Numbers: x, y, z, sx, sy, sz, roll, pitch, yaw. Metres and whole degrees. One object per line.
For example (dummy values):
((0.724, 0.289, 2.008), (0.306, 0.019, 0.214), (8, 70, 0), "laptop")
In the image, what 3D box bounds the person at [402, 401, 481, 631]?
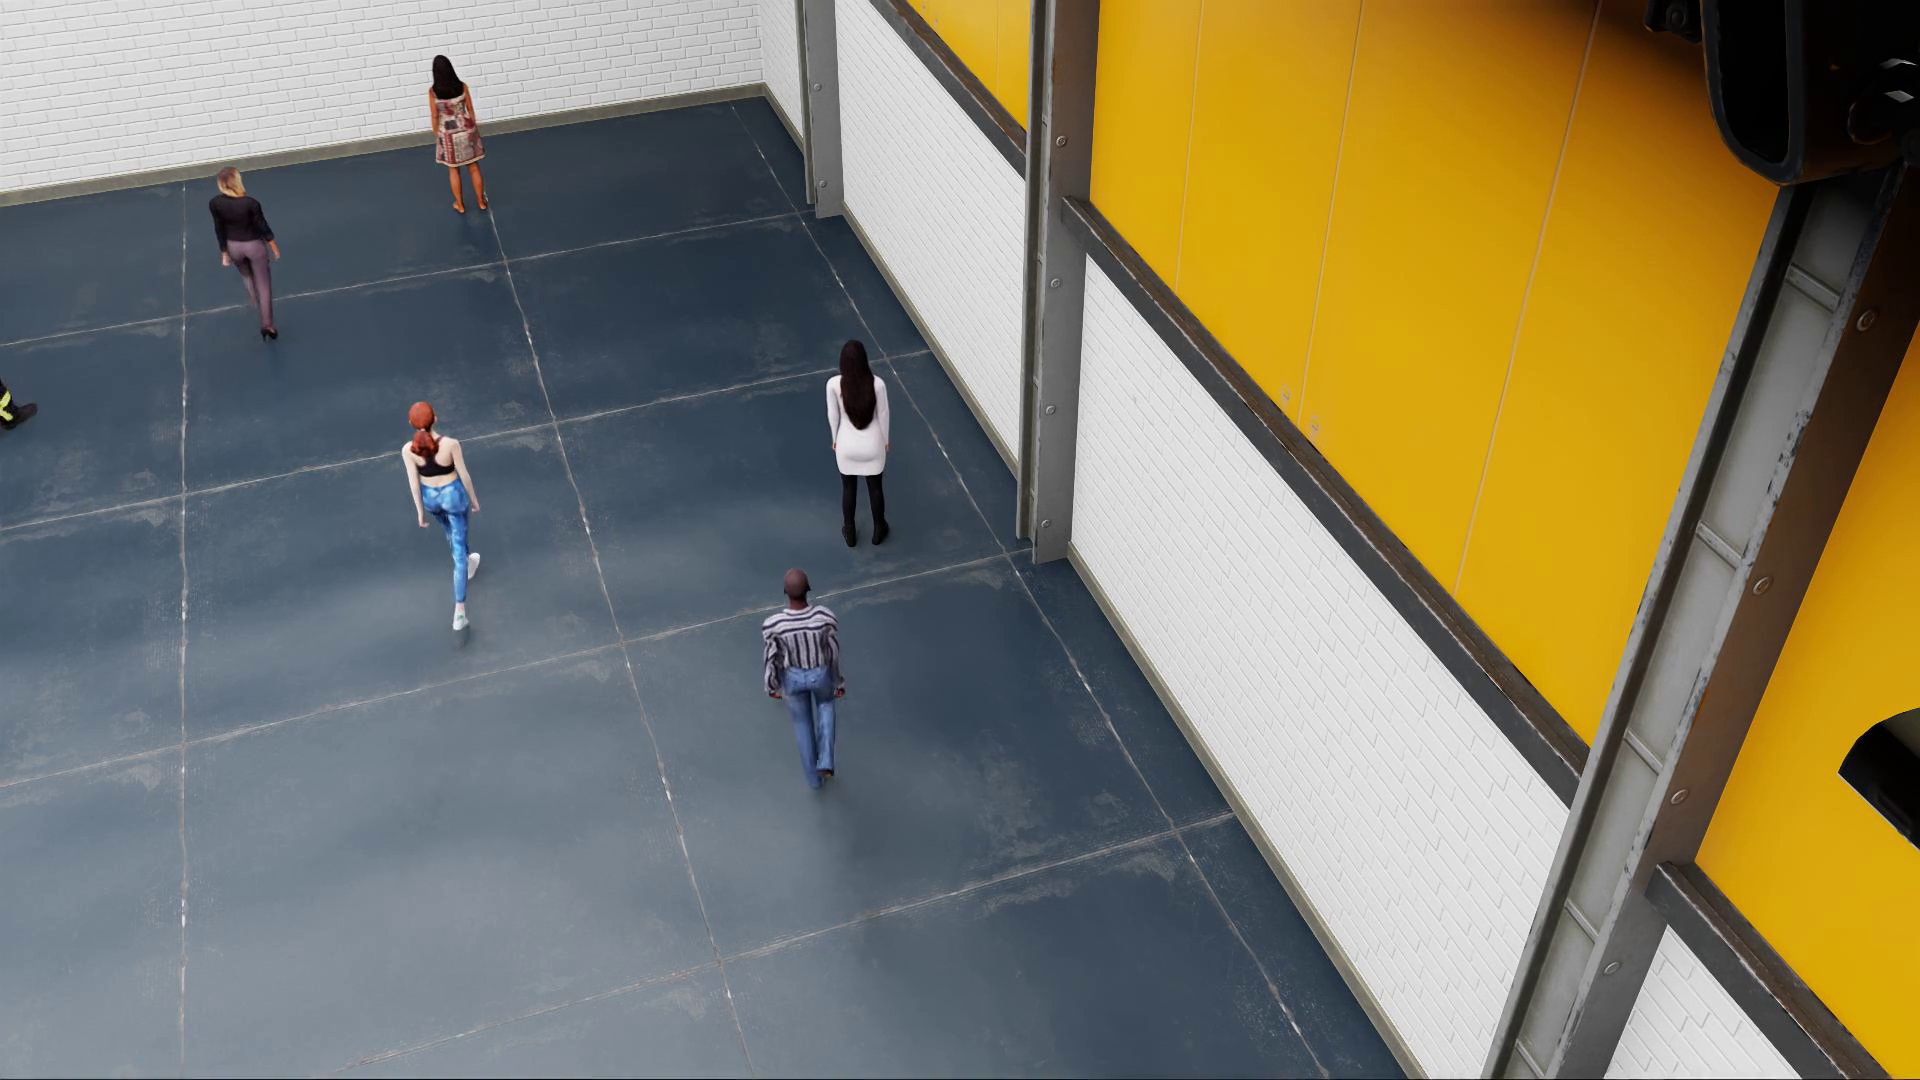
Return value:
((-3.652, -0.162, 11.851), (0.808, 1.741, 1.287), (-3, 39, -4), "person")

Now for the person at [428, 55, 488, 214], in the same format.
((-5.108, -4.124, 16.889), (0.665, 1.645, 0.540), (-16, 41, -19), "person")

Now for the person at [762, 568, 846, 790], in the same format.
((-0.938, 0.955, 10.418), (0.683, 1.783, 0.628), (-8, 39, -10), "person")

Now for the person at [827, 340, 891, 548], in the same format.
((-0.760, -0.714, 12.487), (0.670, 1.809, 0.643), (-1, 39, -1), "person")

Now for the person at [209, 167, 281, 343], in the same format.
((-6.377, -2.499, 14.844), (0.717, 1.658, 0.738), (0, 39, 0), "person")
